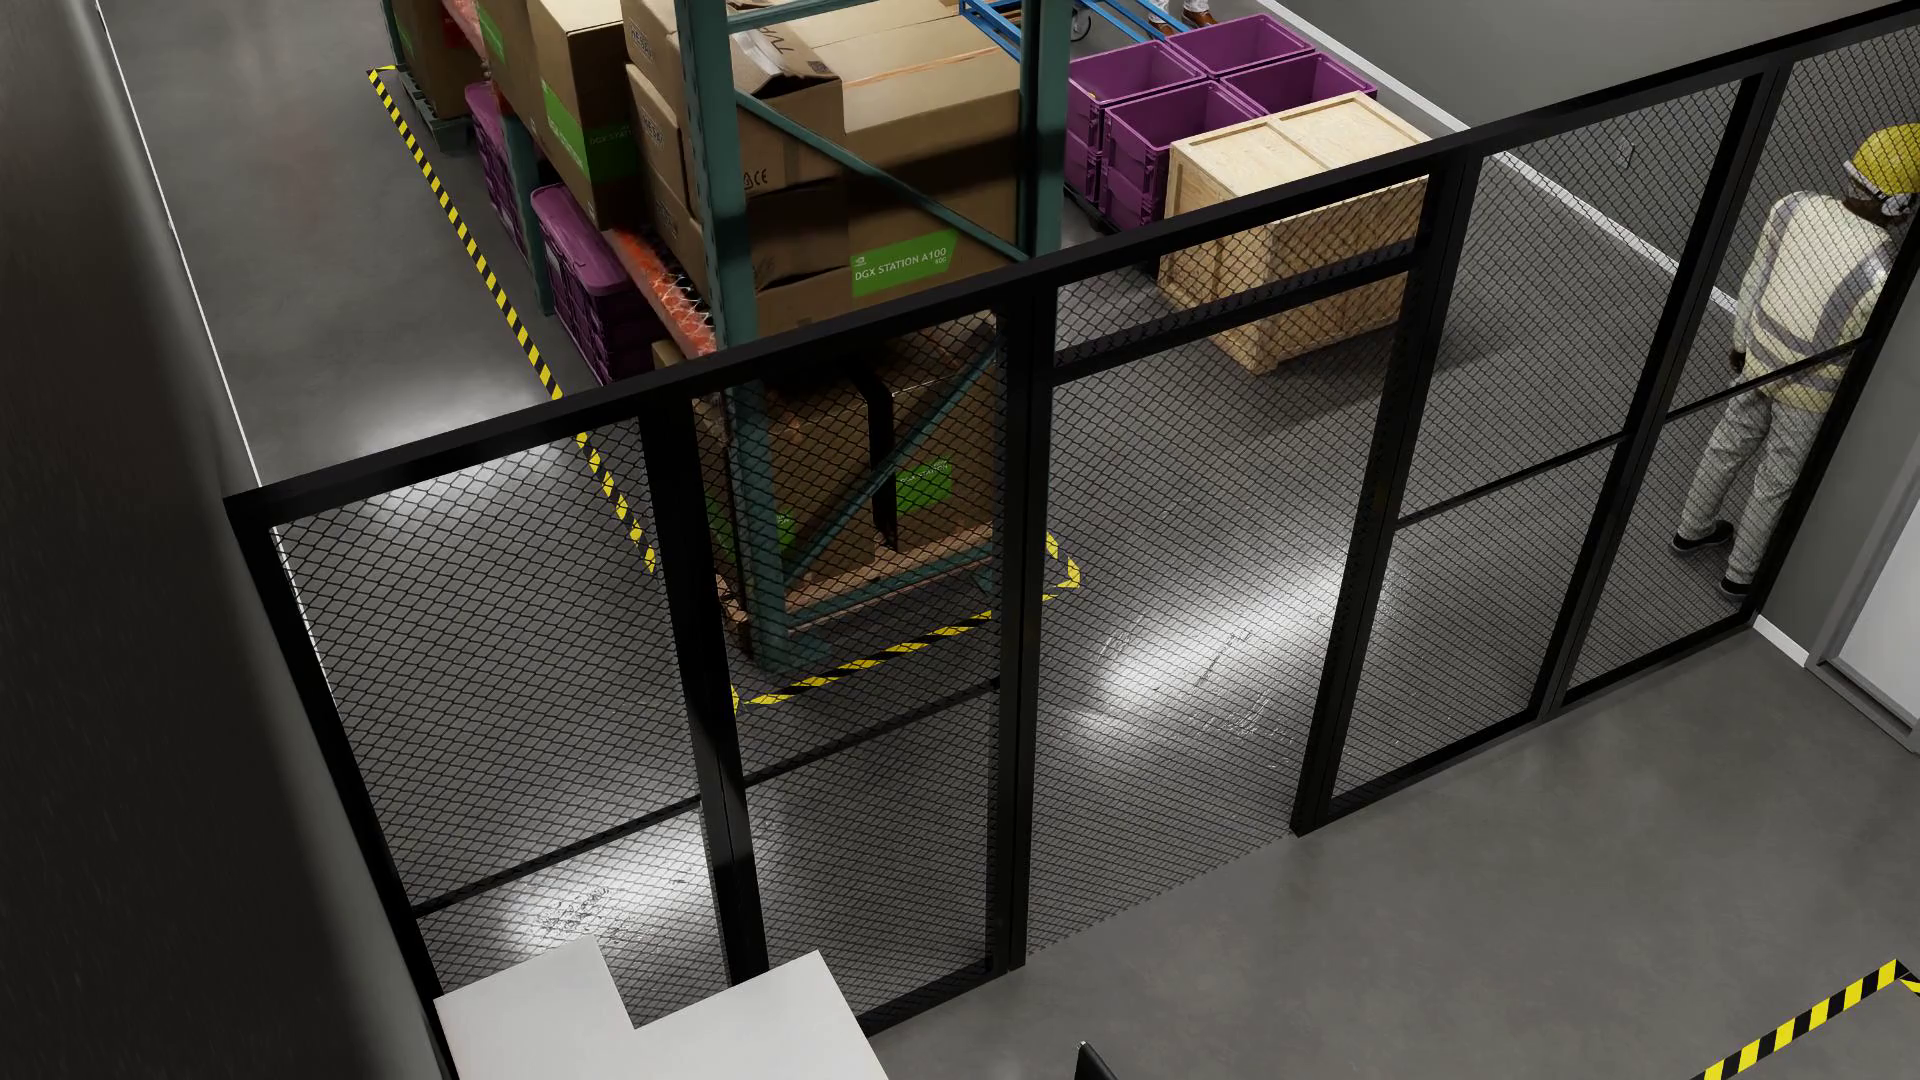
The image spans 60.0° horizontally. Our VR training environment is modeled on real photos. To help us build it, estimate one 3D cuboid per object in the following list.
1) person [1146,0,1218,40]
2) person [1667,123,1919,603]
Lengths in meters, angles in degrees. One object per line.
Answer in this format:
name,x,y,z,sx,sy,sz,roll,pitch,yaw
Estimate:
person,1.285,-3.621,8.907,0.635,1.937,0.352,-22,47,-22
person,2.871,-0.576,5.653,0.404,1.830,0.600,-14,44,-15
